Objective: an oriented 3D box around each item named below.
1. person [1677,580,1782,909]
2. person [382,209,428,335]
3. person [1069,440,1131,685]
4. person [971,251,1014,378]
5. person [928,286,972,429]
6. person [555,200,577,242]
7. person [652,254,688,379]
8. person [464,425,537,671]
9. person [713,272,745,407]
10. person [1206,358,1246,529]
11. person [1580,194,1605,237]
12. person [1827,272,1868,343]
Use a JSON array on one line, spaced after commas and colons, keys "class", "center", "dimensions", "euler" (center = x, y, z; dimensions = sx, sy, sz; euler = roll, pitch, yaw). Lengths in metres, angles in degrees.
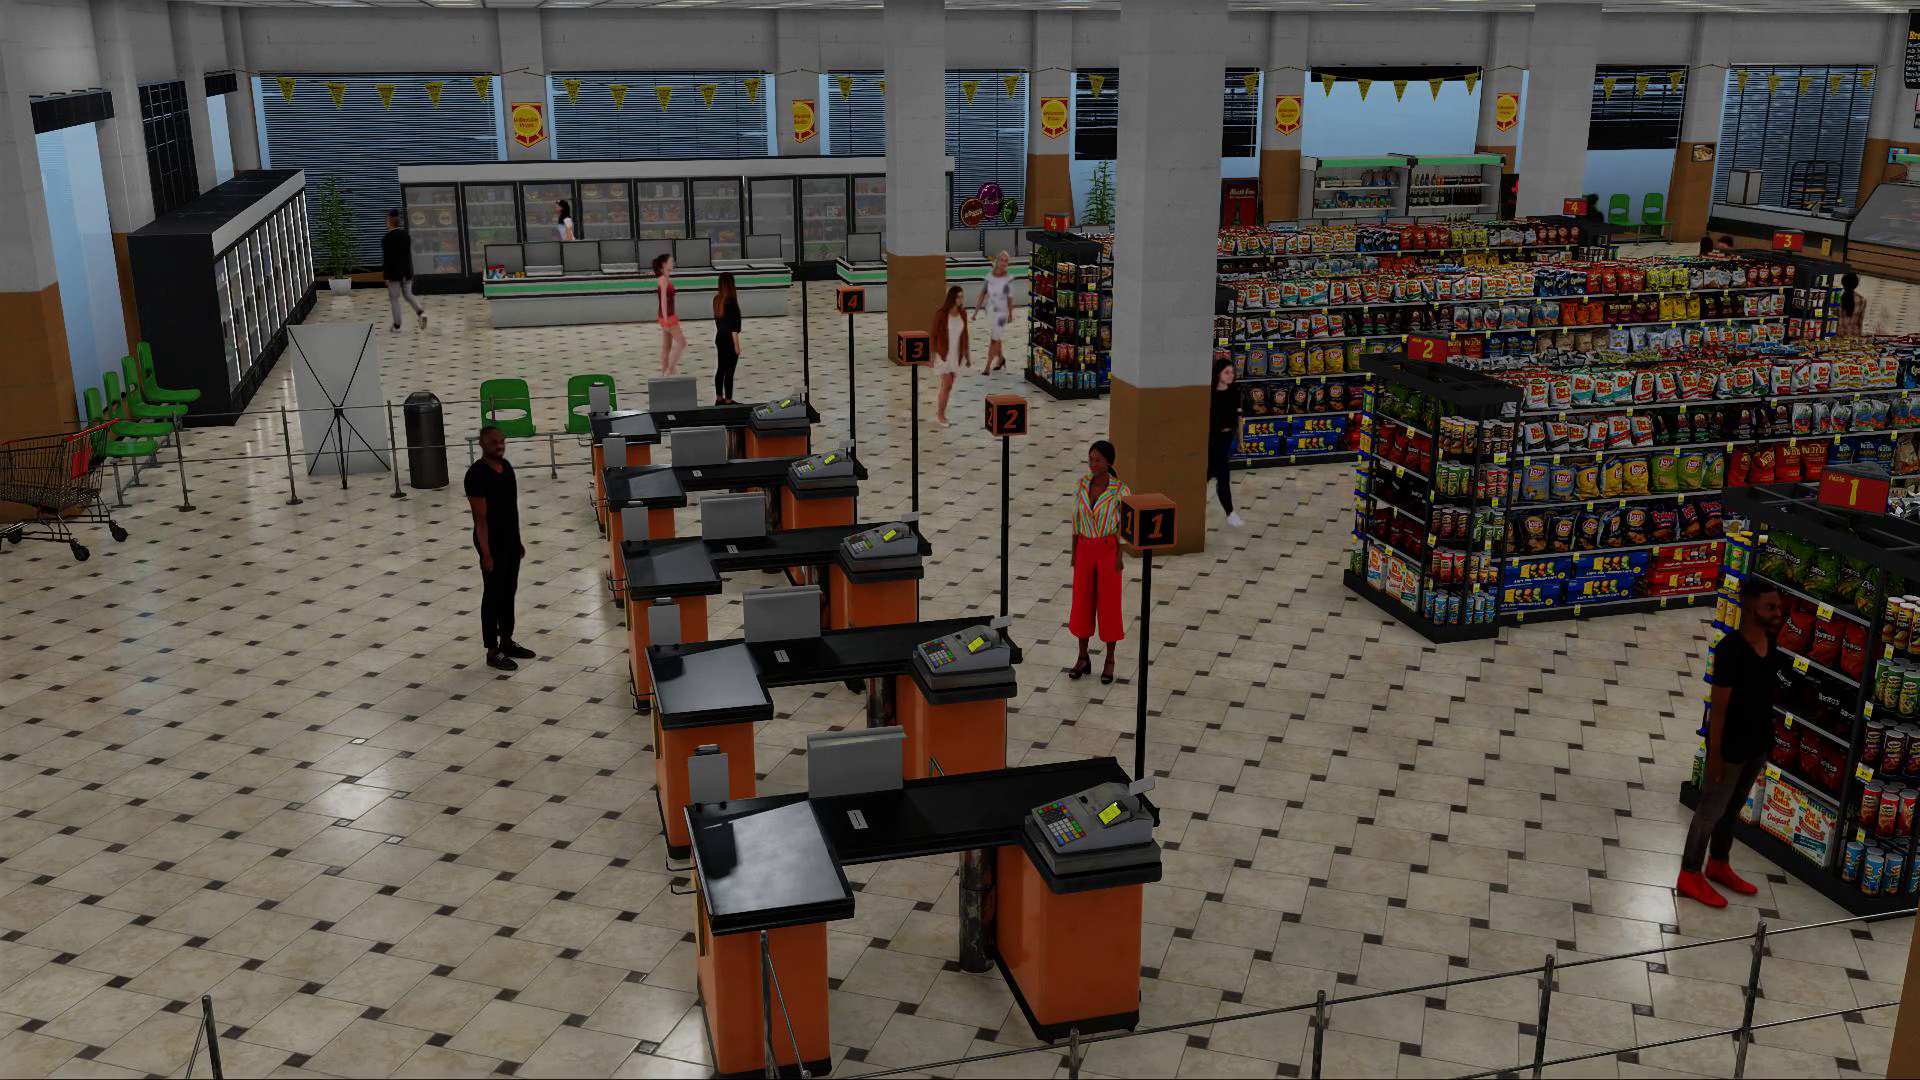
[{"class": "person", "center": [4.153, 1.071, 8.930], "dimensions": [0.603, 1.803, 0.766], "euler": [-12, 20, -33]}, {"class": "person", "center": [-8.712, -4.195, 26.031], "dimensions": [1.128, 1.943, 1.076], "euler": [10, 20, 30]}, {"class": "person", "center": [0.996, 0.156, 11.959], "dimensions": [0.655, 1.793, 0.736], "euler": [7, 18, 22]}, {"class": "person", "center": [0.526, -3.088, 22.822], "dimensions": [1.141, 1.688, 1.152], "euler": [8, 19, 25]}, {"class": "person", "center": [-0.193, -2.201, 19.897], "dimensions": [0.736, 1.692, 0.805], "euler": [-12, 20, -33]}, {"class": "person", "center": [-6.717, -4.997, 28.943], "dimensions": [0.872, 1.786, 0.708], "euler": [-6, 18, -19]}, {"class": "person", "center": [-3.998, -2.960, 22.300], "dimensions": [0.611, 1.748, 0.576], "euler": [-4, 17, -11]}, {"class": "person", "center": [-3.422, 0.040, 12.297], "dimensions": [0.751, 1.819, 0.750], "euler": [5, 18, 16]}, {"class": "person", "center": [-2.936, -2.496, 20.836], "dimensions": [0.645, 1.710, 0.654], "euler": [-12, 20, -33]}, {"class": "person", "center": [2.418, -0.939, 15.915], "dimensions": [1.135, 1.590, 0.852], "euler": [-9, 19, -27]}, {"class": "person", "center": [11.124, -5.210, 29.628], "dimensions": [1.294, 1.794, 1.068], "euler": [-14, 22, -39]}, {"class": "person", "center": [10.766, -2.284, 20.192], "dimensions": [1.092, 1.677, 0.934], "euler": [3, 17, 9]}]
